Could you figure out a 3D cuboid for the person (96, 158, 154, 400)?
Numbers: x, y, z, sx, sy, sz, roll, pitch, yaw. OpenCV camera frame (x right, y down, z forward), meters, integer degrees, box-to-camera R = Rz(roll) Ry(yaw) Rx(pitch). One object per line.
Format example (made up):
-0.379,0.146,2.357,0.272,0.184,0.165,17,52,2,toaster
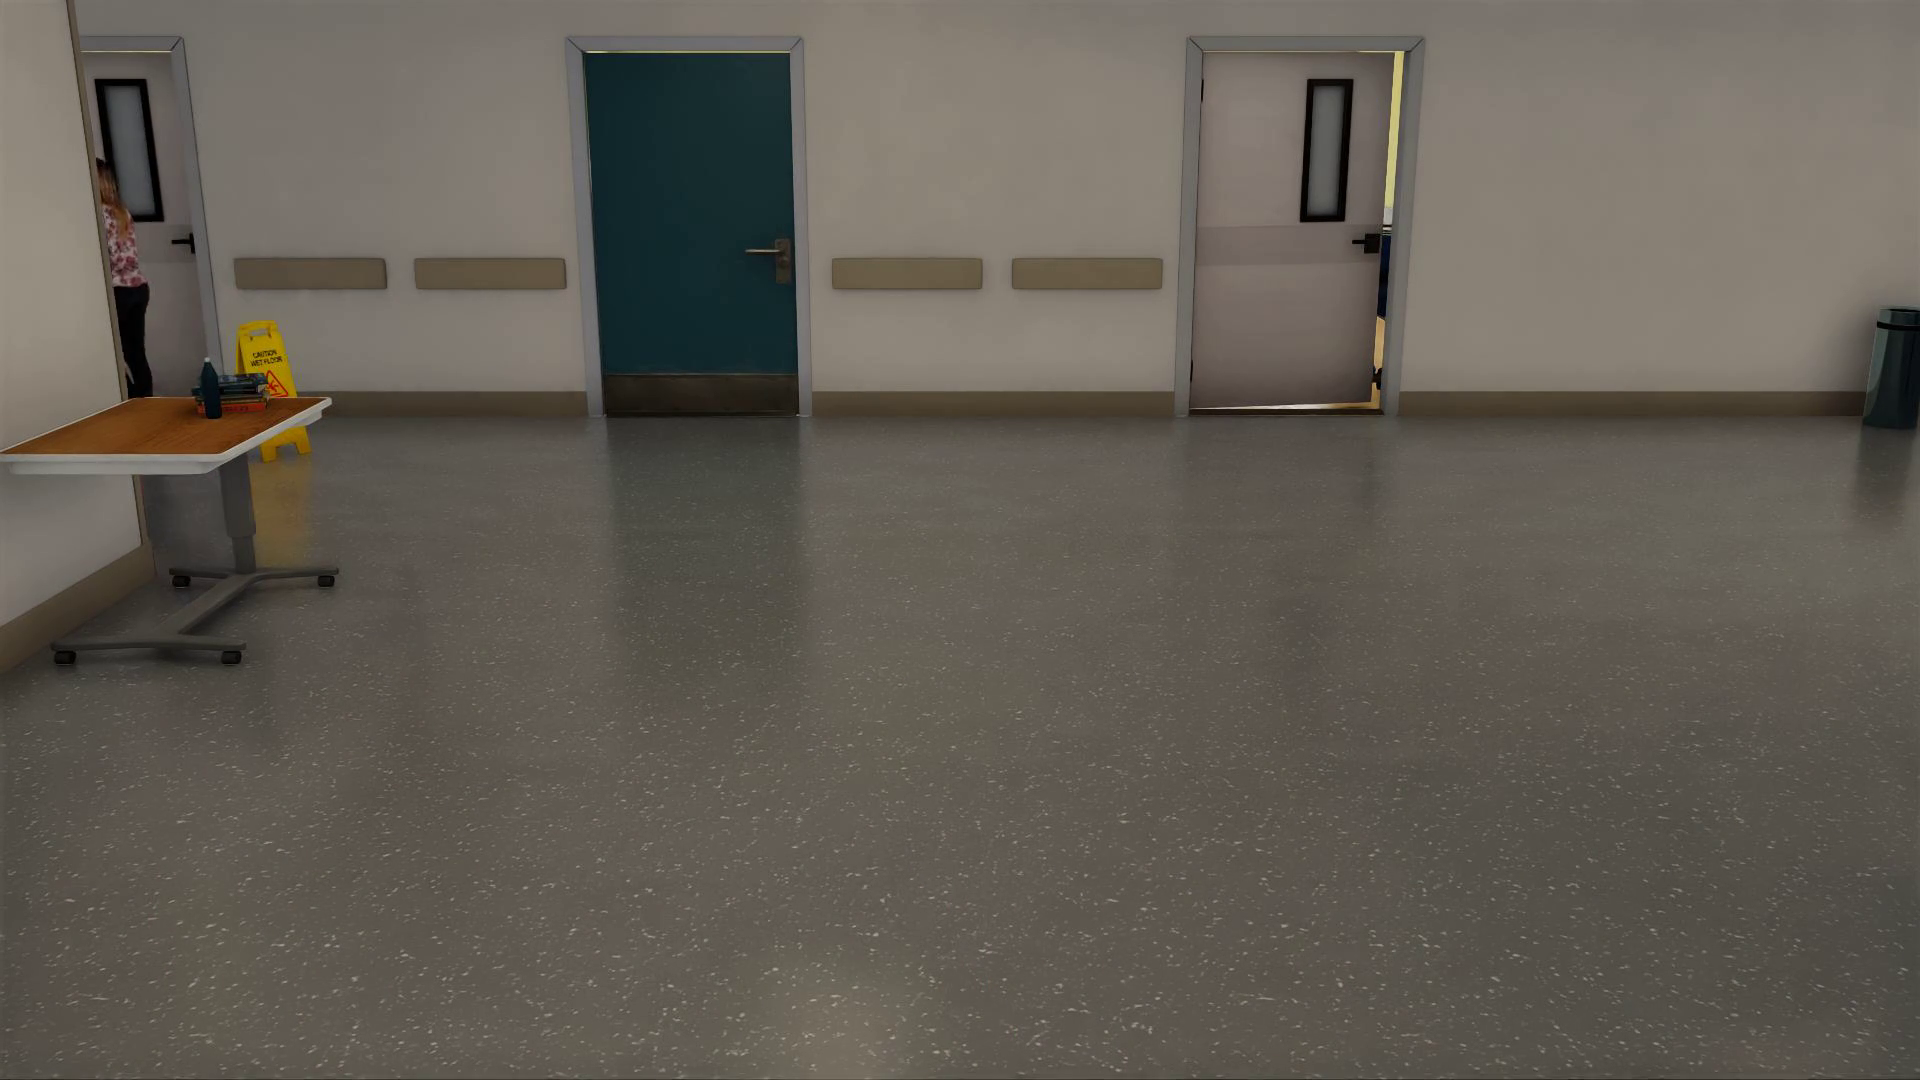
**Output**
-4.865,-1.409,9.780,0.642,1.610,0.642,1,16,3,person
